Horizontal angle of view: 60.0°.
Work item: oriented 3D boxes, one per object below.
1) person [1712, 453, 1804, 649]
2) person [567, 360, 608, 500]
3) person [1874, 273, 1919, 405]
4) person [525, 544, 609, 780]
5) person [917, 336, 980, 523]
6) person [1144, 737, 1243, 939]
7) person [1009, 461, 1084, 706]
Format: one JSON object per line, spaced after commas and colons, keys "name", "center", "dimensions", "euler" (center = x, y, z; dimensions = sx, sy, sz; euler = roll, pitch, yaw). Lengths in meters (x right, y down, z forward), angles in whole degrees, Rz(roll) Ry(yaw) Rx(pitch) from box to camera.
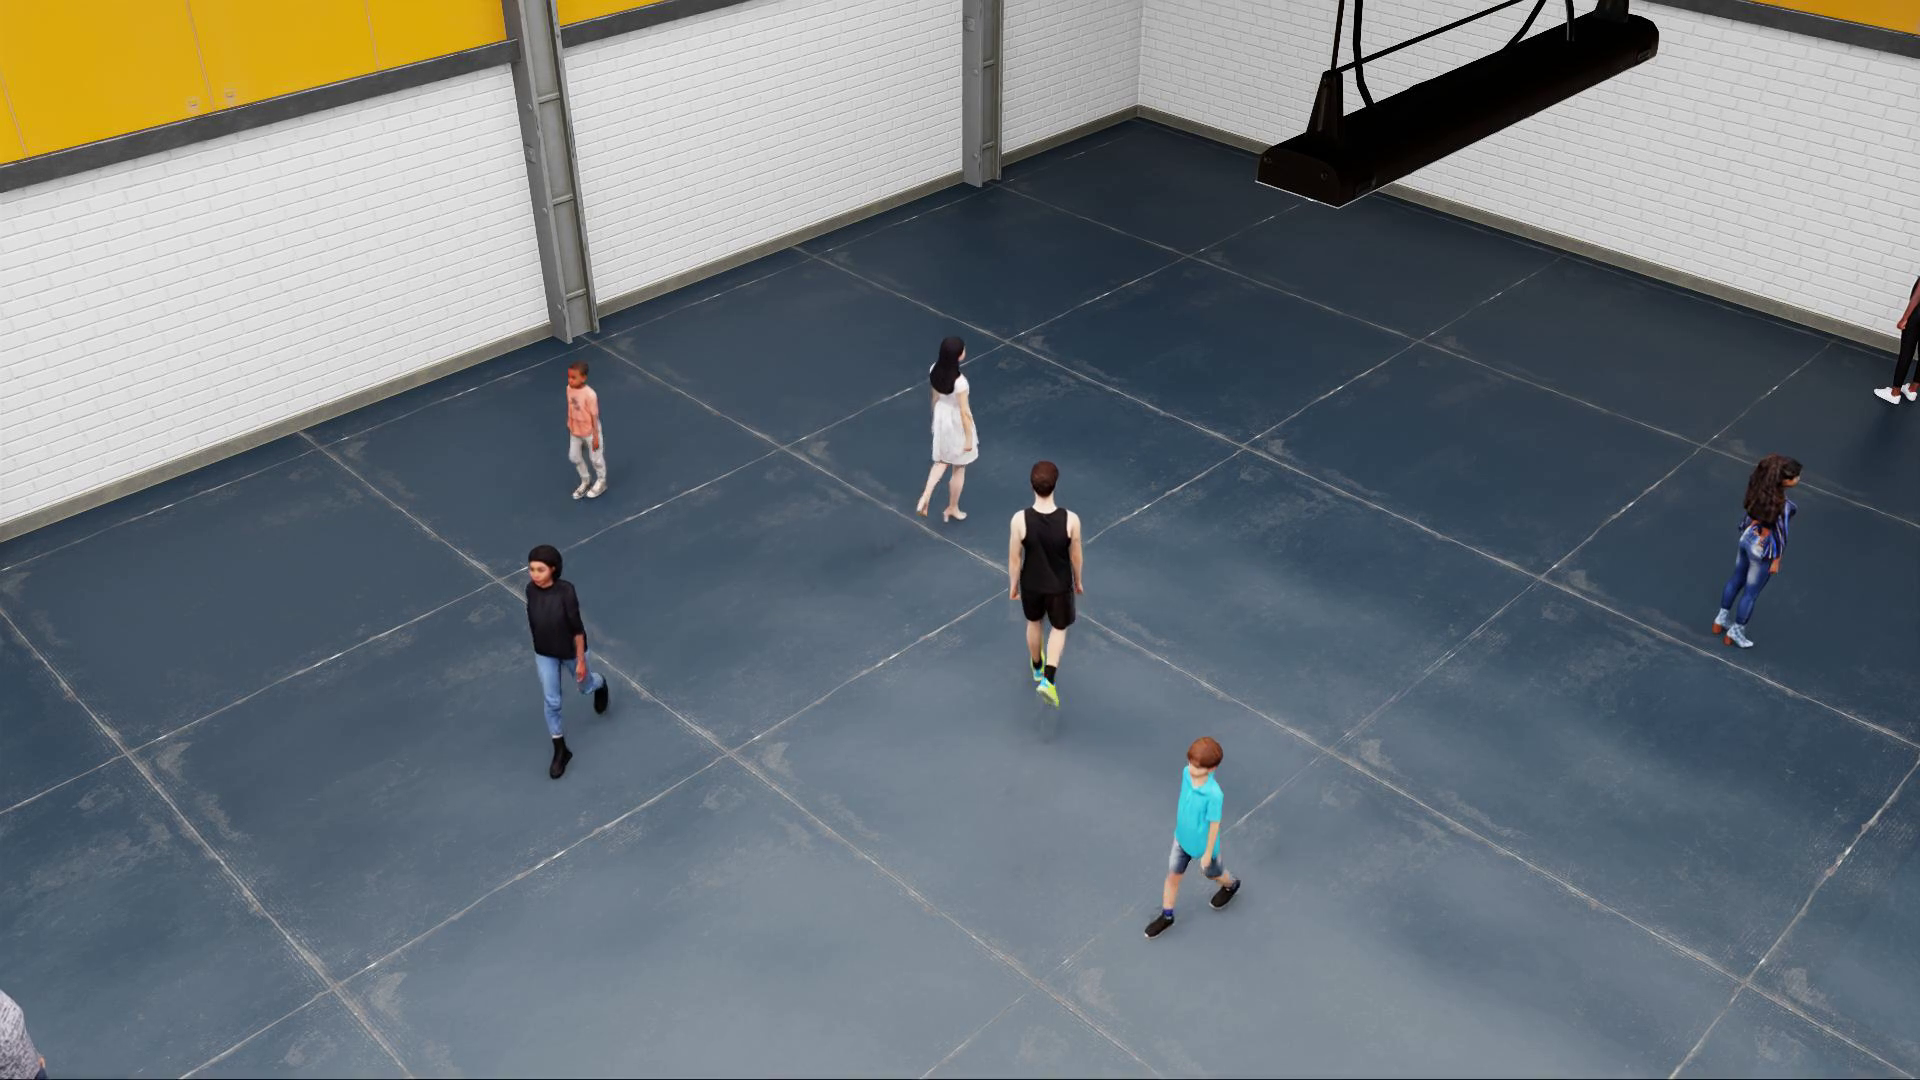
{"name": "person", "center": [5.954, 0.069, 12.398], "dimensions": [0.743, 1.618, 0.703], "euler": [-3, 34, -5]}
{"name": "person", "center": [-3.164, -0.976, 14.260], "dimensions": [0.565, 1.297, 0.587], "euler": [20, 38, 27]}
{"name": "person", "center": [9.032, -2.101, 15.552], "dimensions": [0.672, 1.742, 0.769], "euler": [-8, 34, -11]}
{"name": "person", "center": [-2.680, 0.735, 11.343], "dimensions": [0.999, 1.677, 1.108], "euler": [3, 34, 4]}
{"name": "person", "center": [-0.137, -0.846, 13.648], "dimensions": [0.861, 1.759, 0.649], "euler": [-26, 41, -33]}
{"name": "person", "center": [1.495, 1.760, 10.031], "dimensions": [0.991, 1.423, 0.622], "euler": [-22, 40, -30]}
{"name": "person", "center": [0.612, 0.341, 11.759], "dimensions": [1.028, 1.873, 1.133], "euler": [4, 34, 6]}
